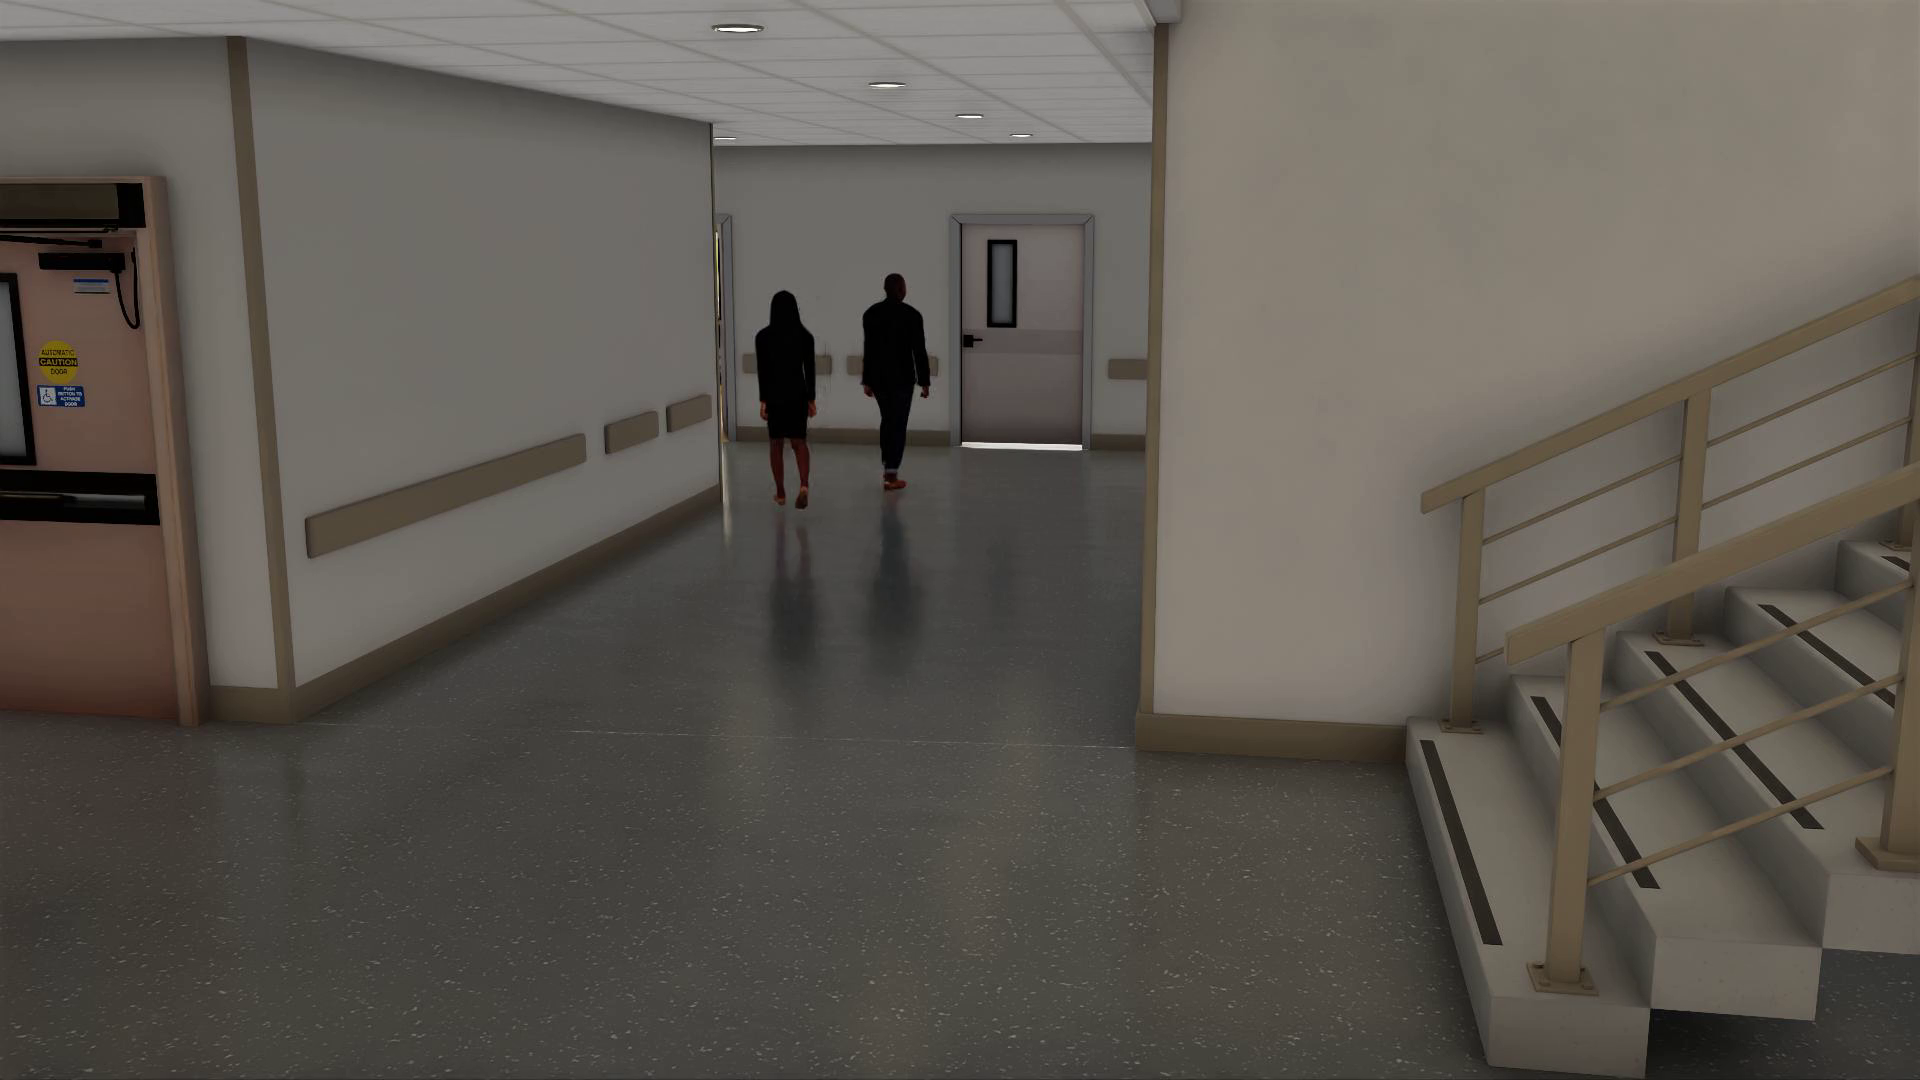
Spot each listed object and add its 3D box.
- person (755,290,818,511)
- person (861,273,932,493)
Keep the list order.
[{"bbox_3d":[-1.314,-1.037,12.788,1.173,1.688,1.004,-3,11,-13],"label":"person"},{"bbox_3d":[-0.603,-1.301,13.870,0.768,1.803,0.872,5,12,25],"label":"person"}]
